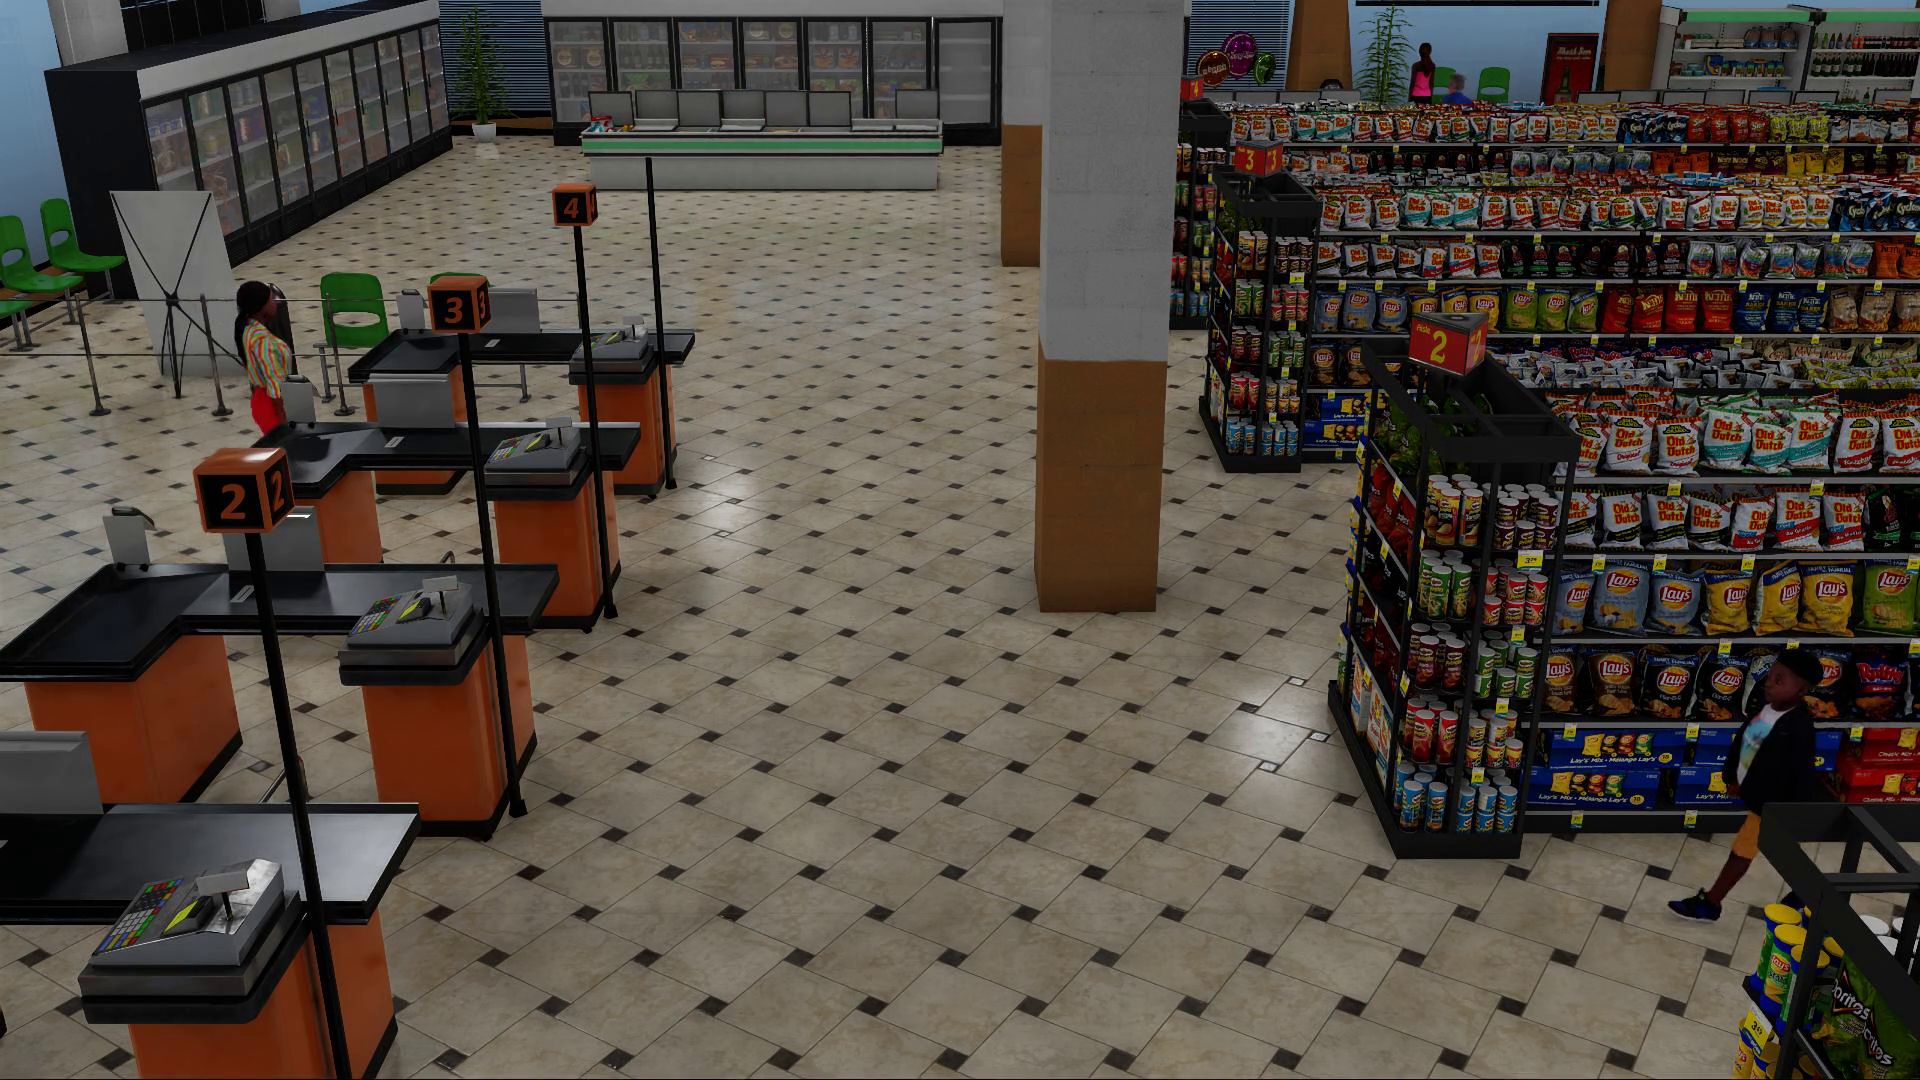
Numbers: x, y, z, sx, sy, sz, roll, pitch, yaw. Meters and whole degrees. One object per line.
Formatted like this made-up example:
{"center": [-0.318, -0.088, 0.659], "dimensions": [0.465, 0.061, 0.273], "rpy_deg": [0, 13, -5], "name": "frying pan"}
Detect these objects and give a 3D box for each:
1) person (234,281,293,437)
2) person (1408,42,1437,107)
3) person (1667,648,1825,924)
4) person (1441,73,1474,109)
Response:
{"center": [-4.379, -0.724, 10.457], "dimensions": [0.950, 1.779, 0.859], "rpy_deg": [-16, 27, -34], "name": "person"}
{"center": [7.076, -6.756, 25.543], "dimensions": [0.534, 1.723, 0.644], "rpy_deg": [-3, 22, -8], "name": "person"}
{"center": [3.389, 1.028, 6.812], "dimensions": [0.864, 1.244, 0.519], "rpy_deg": [0, 22, 0], "name": "person"}
{"center": [6.171, -4.854, 20.730], "dimensions": [0.910, 1.782, 0.978], "rpy_deg": [-13, 25, -30], "name": "person"}
